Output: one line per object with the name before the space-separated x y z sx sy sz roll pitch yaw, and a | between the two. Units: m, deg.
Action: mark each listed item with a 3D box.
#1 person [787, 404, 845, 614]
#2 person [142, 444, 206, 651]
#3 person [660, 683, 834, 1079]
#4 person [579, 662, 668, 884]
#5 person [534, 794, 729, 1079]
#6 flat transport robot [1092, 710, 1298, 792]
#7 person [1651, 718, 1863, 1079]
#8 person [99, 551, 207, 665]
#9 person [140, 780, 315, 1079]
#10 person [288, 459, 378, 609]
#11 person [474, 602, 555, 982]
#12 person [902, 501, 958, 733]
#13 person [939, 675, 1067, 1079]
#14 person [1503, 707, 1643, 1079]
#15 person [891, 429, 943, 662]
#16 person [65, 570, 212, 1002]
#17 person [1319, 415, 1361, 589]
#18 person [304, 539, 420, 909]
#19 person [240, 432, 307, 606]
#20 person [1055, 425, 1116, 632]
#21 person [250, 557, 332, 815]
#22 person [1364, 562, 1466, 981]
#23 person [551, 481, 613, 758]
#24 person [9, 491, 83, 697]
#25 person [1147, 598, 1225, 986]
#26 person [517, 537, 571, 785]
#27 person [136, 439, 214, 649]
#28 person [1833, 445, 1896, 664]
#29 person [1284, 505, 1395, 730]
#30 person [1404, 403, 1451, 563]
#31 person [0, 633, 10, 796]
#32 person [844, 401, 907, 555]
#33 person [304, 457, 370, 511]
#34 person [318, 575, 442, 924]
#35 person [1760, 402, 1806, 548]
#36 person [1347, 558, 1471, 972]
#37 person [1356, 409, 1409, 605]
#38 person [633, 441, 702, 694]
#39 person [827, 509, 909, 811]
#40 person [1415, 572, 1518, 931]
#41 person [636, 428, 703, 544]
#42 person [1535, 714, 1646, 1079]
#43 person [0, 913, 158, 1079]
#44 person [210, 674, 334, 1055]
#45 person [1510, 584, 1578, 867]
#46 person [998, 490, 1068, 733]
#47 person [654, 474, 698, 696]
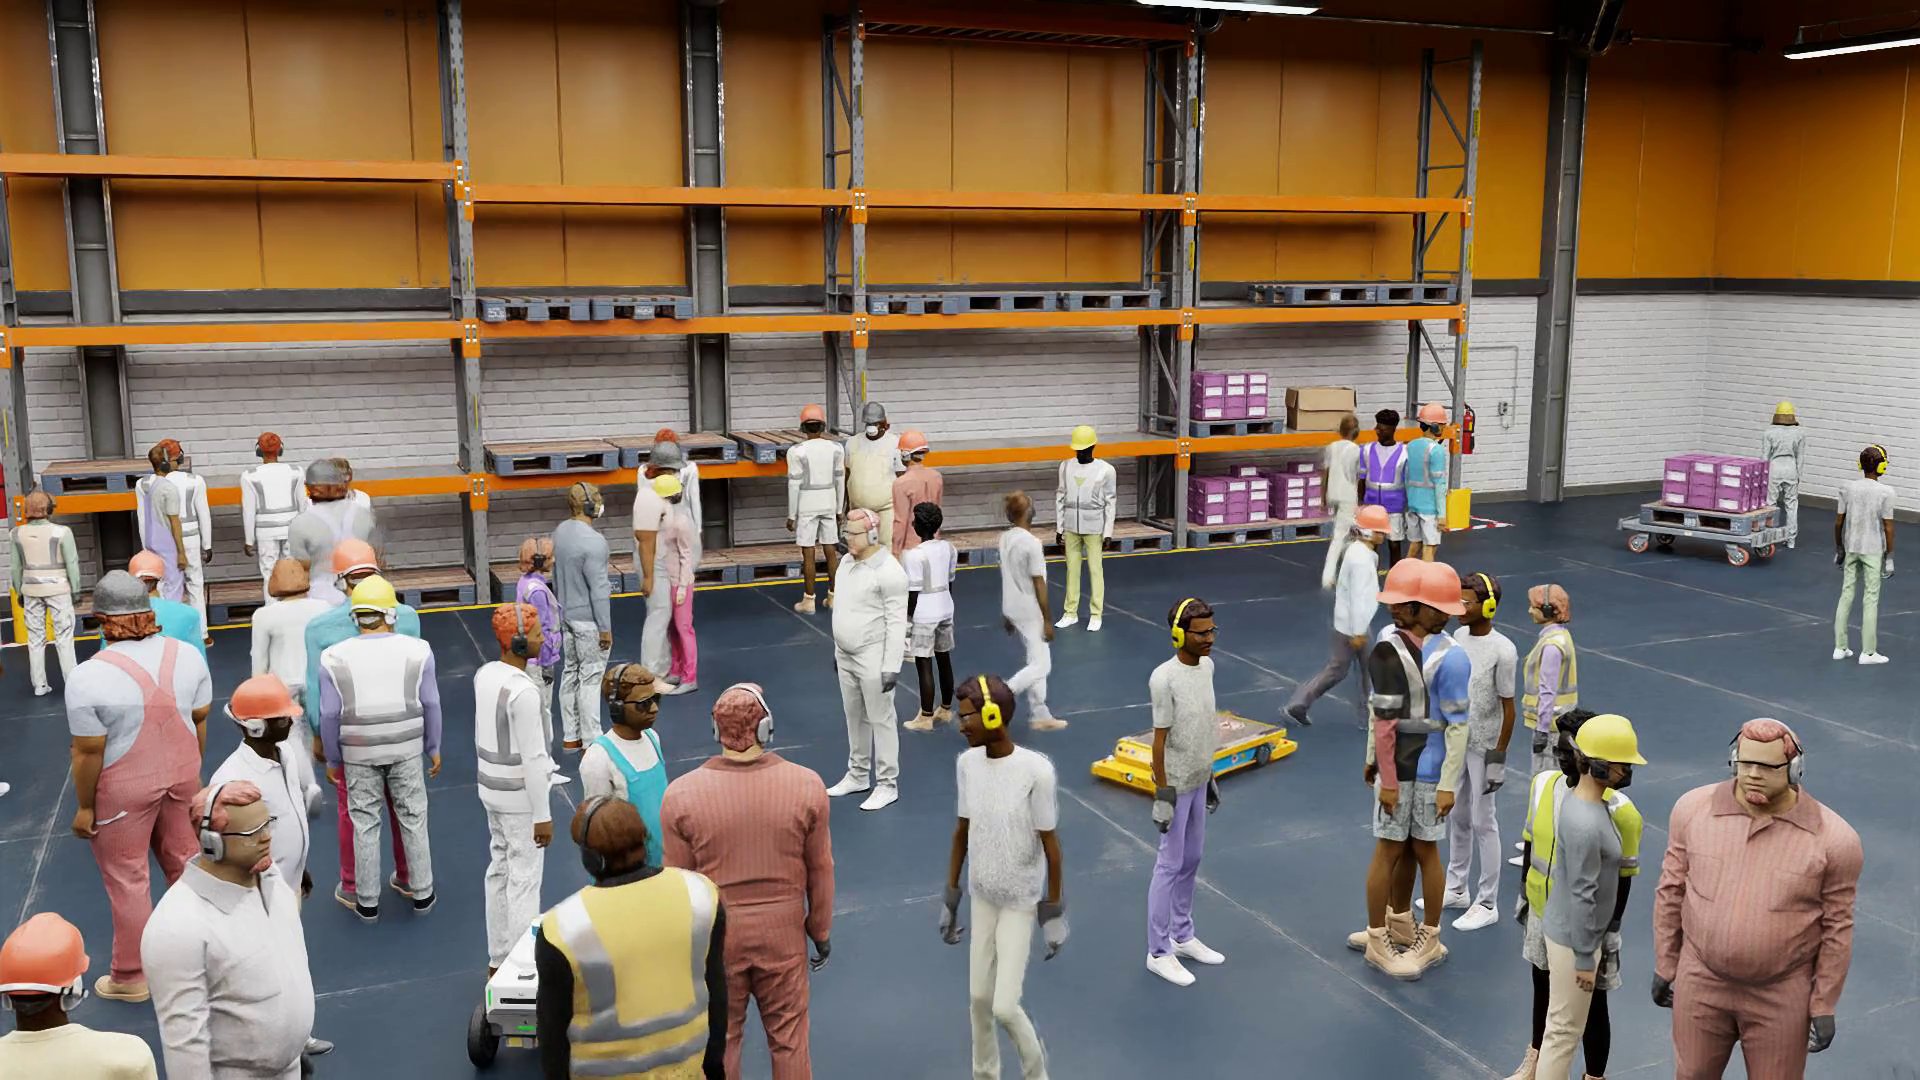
person | -1.409 -0.297 16.129 0.606 2.041 0.373 -6 12 -31
person | -6.895 0.086 14.482 0.506 1.846 0.351 8 13 38
person | -0.803 1.477 6.297 0.651 1.903 0.403 -2 10 -14
person | -1.348 1.406 6.876 0.346 1.846 0.505 3 10 17
person | -1.033 1.696 5.279 0.631 1.822 0.441 -7 12 -36
flat transport robot | 1.615 1.422 11.312 1.431 0.197 0.652 -9 14 -43
person | 2.759 1.554 5.851 0.643 1.908 0.410 7 12 35
person | -4.880 0.912 10.094 0.581 1.711 0.808 -5 11 -28
person | -2.207 1.670 5.175 0.405 1.911 0.636 1 10 5
person | -4.640 0.360 12.338 0.935 2.000 0.686 8 13 40
person | -2.080 1.222 7.826 0.342 1.882 0.579 -7 12 -37
person | -0.231 0.562 12.166 0.320 1.697 0.531 7 12 36
person | 0.150 1.460 6.581 0.561 1.839 0.414 9 13 41
person | 2.470 1.507 6.725 0.318 1.697 0.534 -6 12 -31
person | -0.391 0.048 14.269 0.378 1.995 0.609 7 12 36
person | -3.909 1.139 7.853 0.537 2.000 0.679 6 11 29
person | 4.101 -0.407 17.441 0.901 1.800 0.519 -7 12 -34
person | -3.181 0.979 8.933 0.614 1.987 0.407 -6 11 -30
person | -6.193 -0.037 15.083 0.573 1.883 0.356 -7 12 -37
person | 1.149 -0.111 15.408 0.585 1.918 0.377 5 11 28
person | -4.167 0.907 10.466 0.504 1.609 0.753 -9 13 -41
person | 2.226 1.102 8.091 0.399 2.033 0.605 9 14 43
person | -2.594 0.555 11.506 0.353 1.938 0.635 -8 13 -39
person | -7.179 0.430 13.091 0.513 1.640 0.313 0 10 -1
person | 1.102 1.191 8.042 0.317 1.870 0.531 7 12 36
person | -2.779 0.795 10.993 0.308 1.636 0.524 -4 11 -24
person | -6.856 0.053 14.563 0.574 1.883 0.356 -3 10 -19
person | 7.725 0.123 14.197 0.329 1.873 0.515 -6 12 -32
person | 2.799 0.575 12.087 0.816 1.714 0.568 3 10 17
person | 4.563 -0.316 16.227 0.372 2.044 0.607 -3 10 -18
person | -6.387 0.739 10.508 0.590 1.918 0.389 -4 10 -20
person | -0.870 -0.391 16.669 0.684 2.000 0.536 3 10 19
person | -5.073 0.232 13.634 0.373 1.843 0.572 8 13 39
person | -3.026 1.093 8.722 0.599 1.827 0.404 -4 11 -22
person | 9.753 -0.775 19.772 0.484 1.735 0.343 1 10 8
person | 2.176 1.092 8.118 0.386 2.039 0.616 -5 11 -25
person | 4.235 -0.335 16.562 0.608 1.963 0.370 6 12 32
person | -2.330 0.196 13.286 0.537 2.000 0.710 1 10 4
person | -0.611 0.743 10.525 0.409 1.906 0.649 -8 13 -39
person | 2.658 1.086 8.651 0.326 1.871 0.520 -4 10 -20
person | -2.727 -0.123 15.592 0.618 1.879 0.434 -2 10 -9
person | 2.422 1.529 6.428 0.338 1.761 0.525 4 11 21
person | -2.419 1.860 4.519 0.560 1.753 0.328 -3 10 -16
person | -2.902 1.424 7.034 0.333 1.750 0.565 0 10 2
person | 3.361 1.056 9.508 0.312 1.631 0.528 4 11 21
person | 0.465 0.543 11.958 0.690 1.807 0.536 -4 11 -21
person | -2.280 0.350 13.208 0.321 1.761 0.522 -5 11 -29
